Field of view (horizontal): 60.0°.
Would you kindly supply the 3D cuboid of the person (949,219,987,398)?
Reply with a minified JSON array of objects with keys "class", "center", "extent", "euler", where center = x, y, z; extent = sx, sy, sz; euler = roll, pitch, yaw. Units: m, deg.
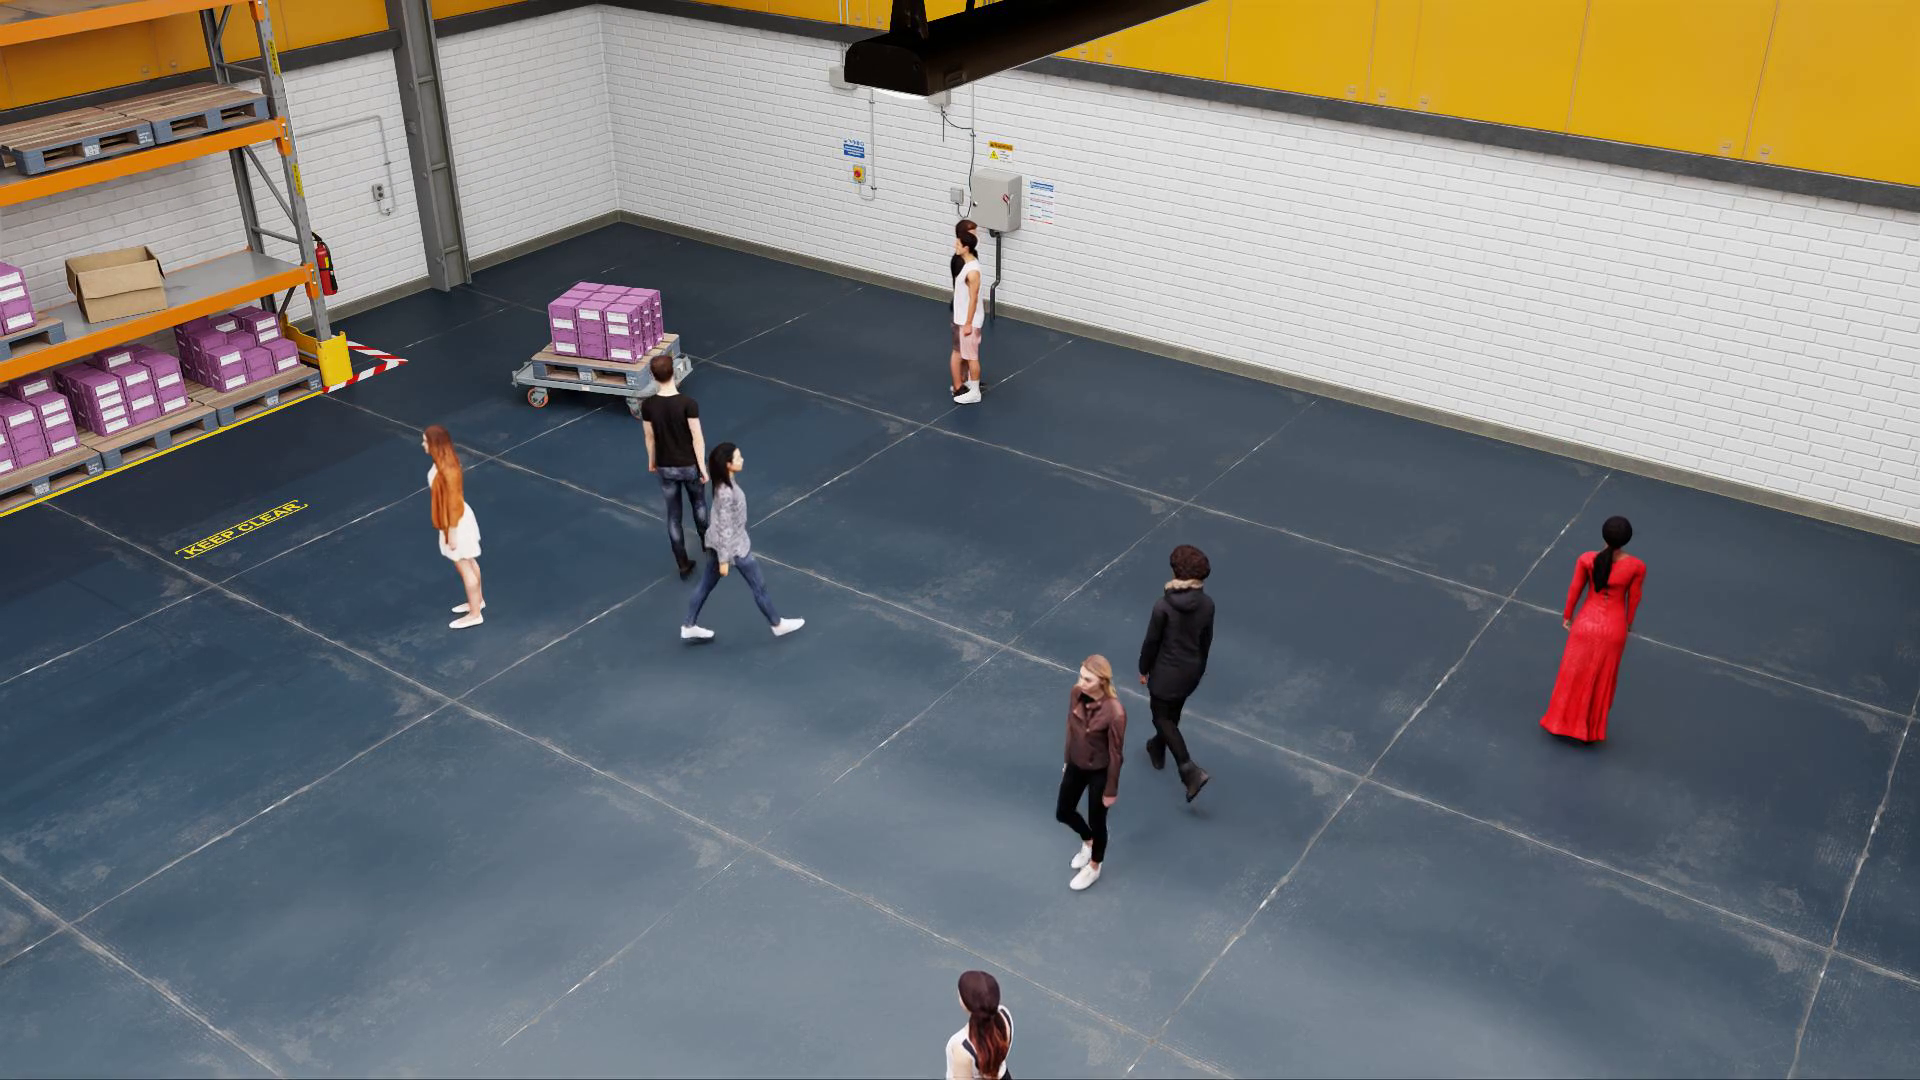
[{"class":"person","center":[0.041,-2.389,17.046],"extent":[0.806,1.861,0.657],"euler":[7,29,13]}]

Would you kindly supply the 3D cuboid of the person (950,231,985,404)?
[{"class":"person","center":[0.099,-2.268,16.901],"extent":[0.792,1.787,0.711],"euler":[-2,29,-4]}]

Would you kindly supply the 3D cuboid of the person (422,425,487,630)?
[{"class":"person","center":[-3.939,-0.143,13.074],"extent":[0.749,1.722,0.710],"euler":[-9,30,-16]}]

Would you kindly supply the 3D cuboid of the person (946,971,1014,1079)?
[{"class":"person","center":[0.111,2.708,7.927],"extent":[0.596,1.646,0.443],"euler":[19,34,31]}]

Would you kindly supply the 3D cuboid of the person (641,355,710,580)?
[{"class":"person","center":[-2.345,-0.555,13.683],"extent":[1.018,1.863,1.161],"euler":[3,29,5]}]

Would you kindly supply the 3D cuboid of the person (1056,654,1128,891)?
[{"class":"person","center":[0.873,1.397,10.276],"extent":[0.654,1.698,0.672],"euler":[-23,36,-36]}]

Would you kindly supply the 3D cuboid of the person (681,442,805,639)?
[{"class":"person","center":[-1.864,0.073,12.725],"extent":[1.253,1.677,1.122],"euler":[-8,30,-14]}]

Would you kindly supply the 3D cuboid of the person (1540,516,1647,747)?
[{"class":"person","center":[4.445,0.642,11.567],"extent":[0.691,1.786,0.657],"euler":[11,30,19]}]

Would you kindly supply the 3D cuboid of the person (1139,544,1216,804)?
[{"class":"person","center":[1.481,0.915,11.113],"extent":[1.117,1.743,1.114],"euler":[-10,30,-17]}]
